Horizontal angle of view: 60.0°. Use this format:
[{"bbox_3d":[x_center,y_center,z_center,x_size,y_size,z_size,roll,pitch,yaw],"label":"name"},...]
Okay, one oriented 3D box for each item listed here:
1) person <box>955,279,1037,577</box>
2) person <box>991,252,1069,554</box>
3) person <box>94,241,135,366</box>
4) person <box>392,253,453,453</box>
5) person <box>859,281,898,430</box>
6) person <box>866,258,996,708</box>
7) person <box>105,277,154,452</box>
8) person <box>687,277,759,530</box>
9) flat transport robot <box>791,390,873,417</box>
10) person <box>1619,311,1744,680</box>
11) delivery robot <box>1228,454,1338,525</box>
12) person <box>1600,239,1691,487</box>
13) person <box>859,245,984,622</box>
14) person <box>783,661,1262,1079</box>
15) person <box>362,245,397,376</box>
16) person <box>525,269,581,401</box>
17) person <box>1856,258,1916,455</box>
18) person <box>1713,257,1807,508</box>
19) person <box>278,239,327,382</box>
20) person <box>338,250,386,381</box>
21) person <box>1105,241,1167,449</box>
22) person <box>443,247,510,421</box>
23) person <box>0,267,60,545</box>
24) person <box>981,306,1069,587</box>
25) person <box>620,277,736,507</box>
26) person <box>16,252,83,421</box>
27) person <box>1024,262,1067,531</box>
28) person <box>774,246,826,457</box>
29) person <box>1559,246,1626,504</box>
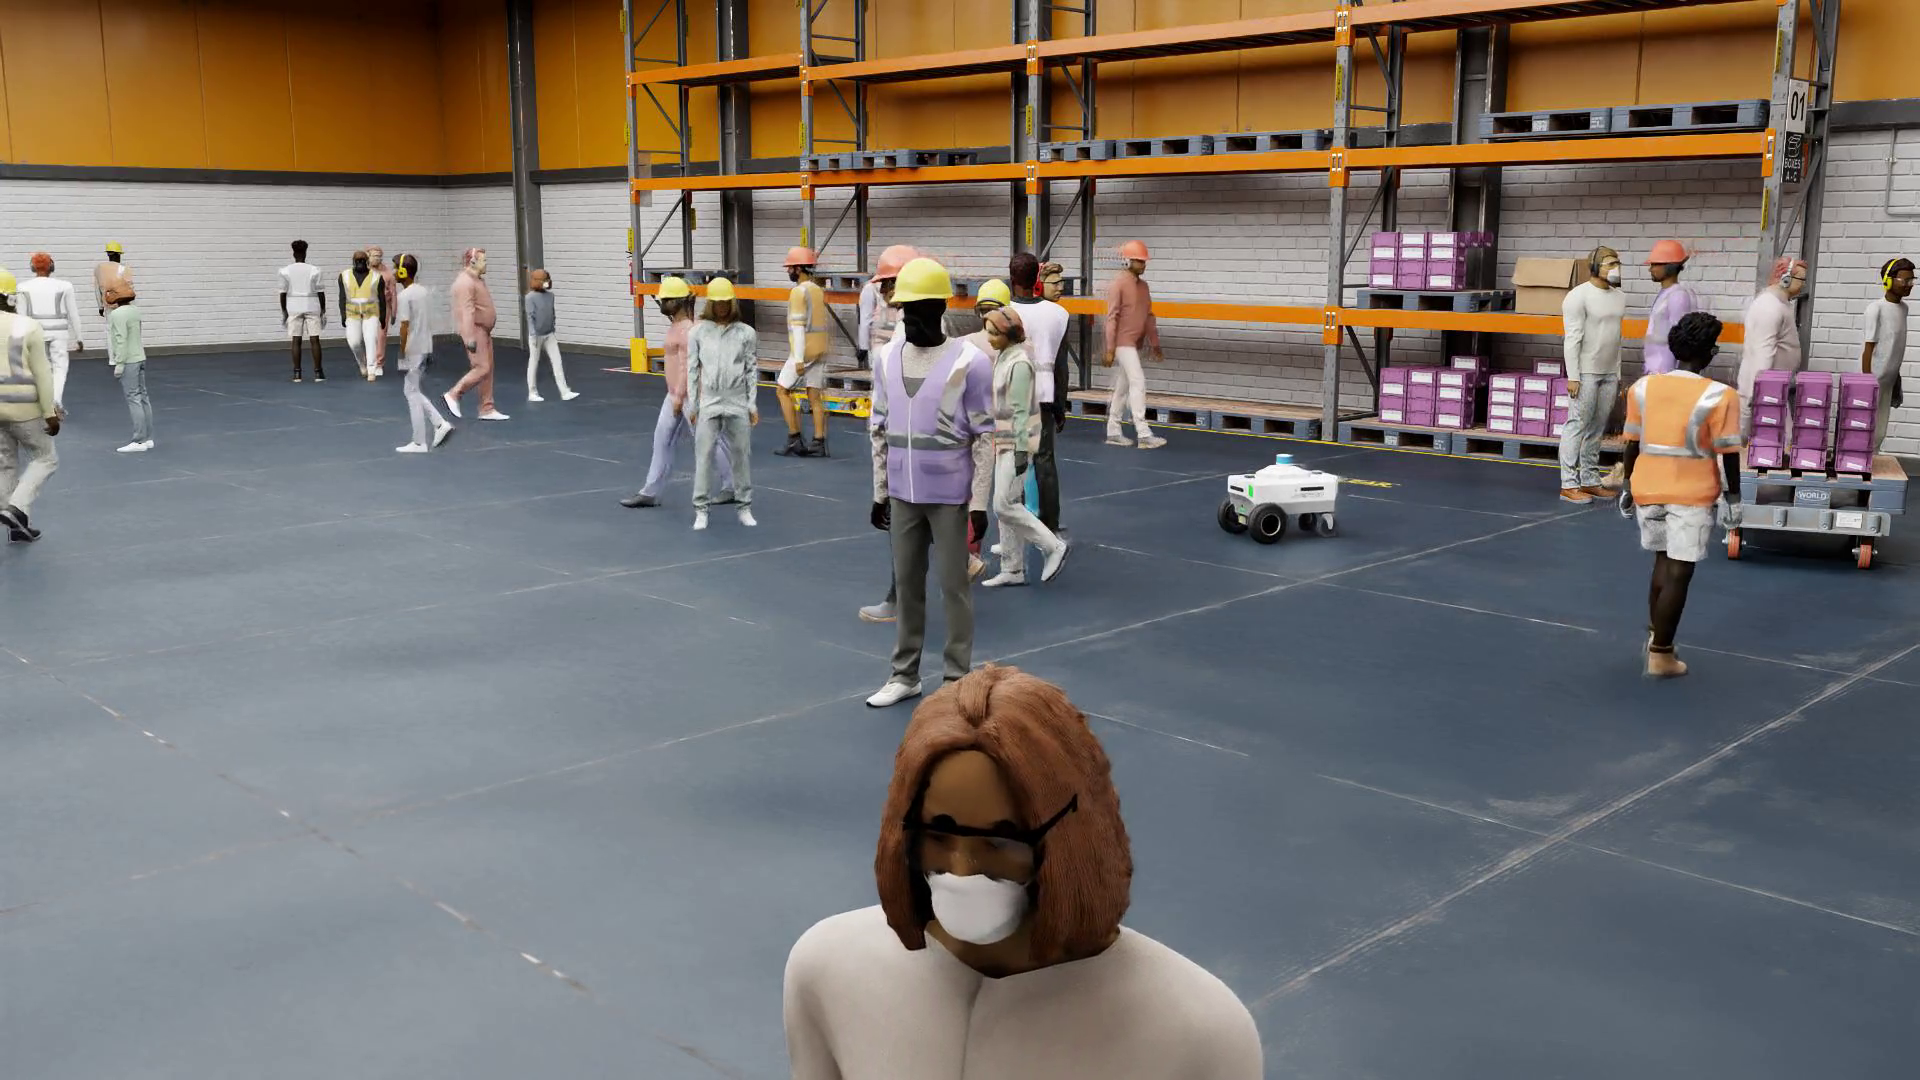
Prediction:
[{"bbox_3d":[0.192,-0.653,9.858,0.532,1.767,0.323,1,10,5],"label":"person"},{"bbox_3d":[0.418,-0.845,10.485,0.597,1.916,0.372,-5,11,-25],"label":"person"},{"bbox_3d":[-13.062,-3.652,25.778,0.594,1.922,0.384,0,10,2],"label":"person"},{"bbox_3d":[-5.052,-1.723,15.436,0.436,1.858,0.552,1,10,7],"label":"person"},{"bbox_3d":[-0.663,-1.981,16.999,0.859,1.805,0.640,7,13,35],"label":"person"},{"bbox_3d":[-0.134,-0.213,7.014,0.589,1.928,0.384,7,12,32],"label":"person"},{"bbox_3d":[-7.814,-1.645,15.627,0.285,1.631,0.501,-1,10,-6],"label":"person"},{"bbox_3d":[-1.635,-0.944,11.512,0.491,1.742,0.314,-3,11,-16],"label":"person"},{"bbox_3d":[-1.310,-1.566,18.909,1.431,0.197,0.652,9,14,41],"label":"flat transport robot"},{"bbox_3d":[3.345,-0.203,7.634,0.572,1.675,0.547,-7,12,-33],"label":"person"},{"bbox_3d":[2.167,-0.332,11.151,0.707,0.478,0.477,-4,11,-20],"label":"delivery robot"},{"bbox_3d":[5.669,-1.385,13.247,1.047,2.007,0.620,3,11,18],"label":"person"},{"bbox_3d":[-0.210,-0.548,8.715,0.553,1.974,0.672,1,10,6],"label":"person"},{"bbox_3d":[0.048,0.916,1.680,0.499,1.629,0.266,4,11,22],"label":"person"},{"bbox_3d":[-8.536,-3.351,24.276,0.656,1.880,0.820,-2,11,-12],"label":"person"},{"bbox_3d":[-4.997,-2.466,20.172,0.781,1.597,0.533,6,12,31],"label":"person"},{"bbox_3d":[6.824,-1.148,12.325,0.514,1.860,0.364,-7,13,-34],"label":"person"},{"bbox_3d":[5.919,-1.116,12.120,0.825,1.867,0.671,4,11,18],"label":"person"},{"bbox_3d":[-9.080,-3.168,23.025,0.610,1.963,0.362,-3,11,-15],"label":"person"},{"bbox_3d":[-8.333,-3.137,23.248,0.624,1.821,0.627,-2,11,-12],"label":"person"},{"bbox_3d":[1.737,-1.847,15.839,0.871,1.963,0.617,7,12,32],"label":"person"},{"bbox_3d":[-5.267,-2.223,18.048,0.594,1.890,0.666,-1,10,-3],"label":"person"},{"bbox_3d":[-6.158,-0.847,10.758,0.615,1.818,0.463,0,10,2],"label":"person"},{"bbox_3d":[0.335,-0.517,9.474,0.445,1.623,0.548,-2,11,-13],"label":"person"},{"bbox_3d":[-2.060,-1.092,12.370,0.902,1.718,0.538,-5,11,-24],"label":"person"},{"bbox_3d":[-10.018,-2.236,18.288,0.583,1.854,0.931,-3,11,-14],"label":"person"},{"bbox_3d":[0.523,-0.943,11.216,0.395,1.847,0.564,4,11,20],"label":"person"},{"bbox_3d":[-1.486,-1.710,15.204,0.640,1.913,0.559,4,11,22],"label":"person"},{"bbox_3d":[4.826,-1.252,12.650,0.632,1.940,0.372,-7,12,-33],"label":"person"}]
